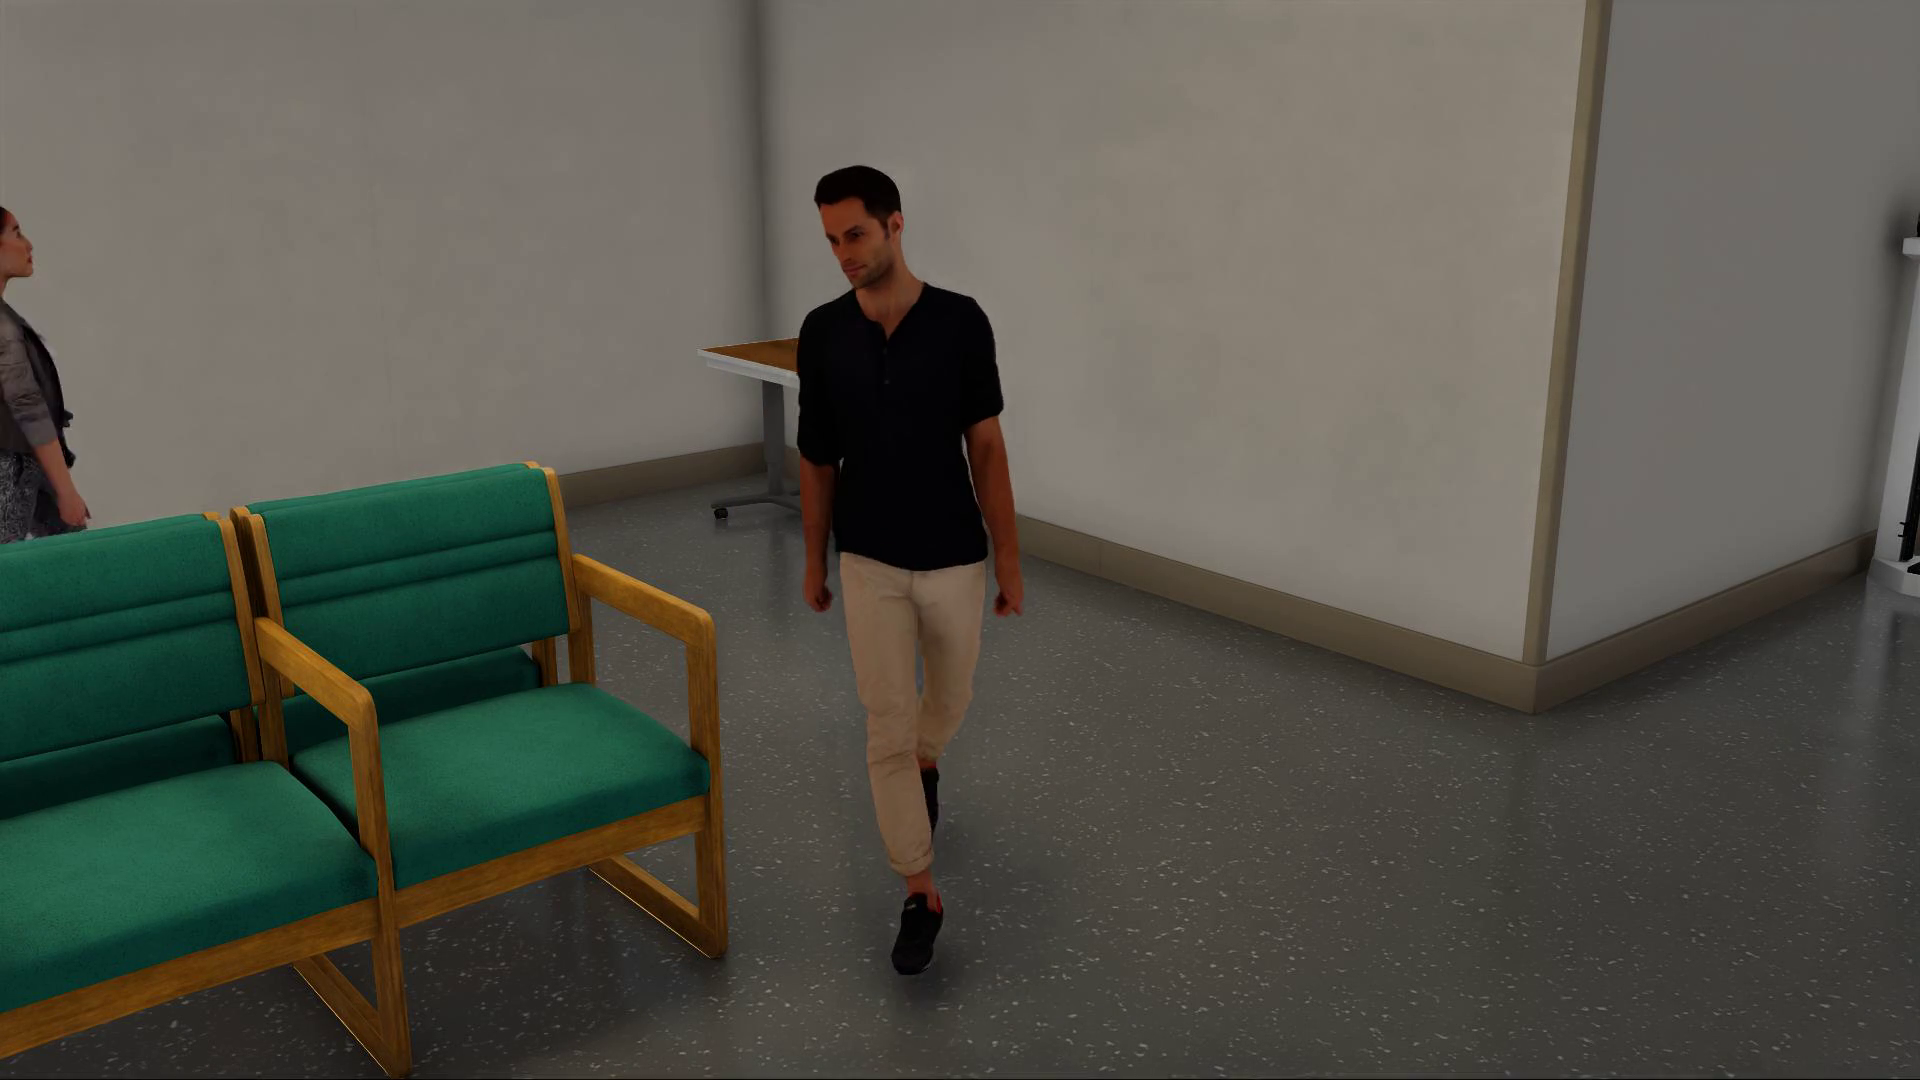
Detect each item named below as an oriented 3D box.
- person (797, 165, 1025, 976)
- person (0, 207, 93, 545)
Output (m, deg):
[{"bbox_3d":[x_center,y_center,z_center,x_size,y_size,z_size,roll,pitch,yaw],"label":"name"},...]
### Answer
[{"bbox_3d":[-0.116,0.045,4.024,1.123,1.794,1.264,-2,16,-6],"label":"person"},{"bbox_3d":[-2.905,-0.123,4.924,0.709,1.628,1.050,-12,20,-36],"label":"person"}]
